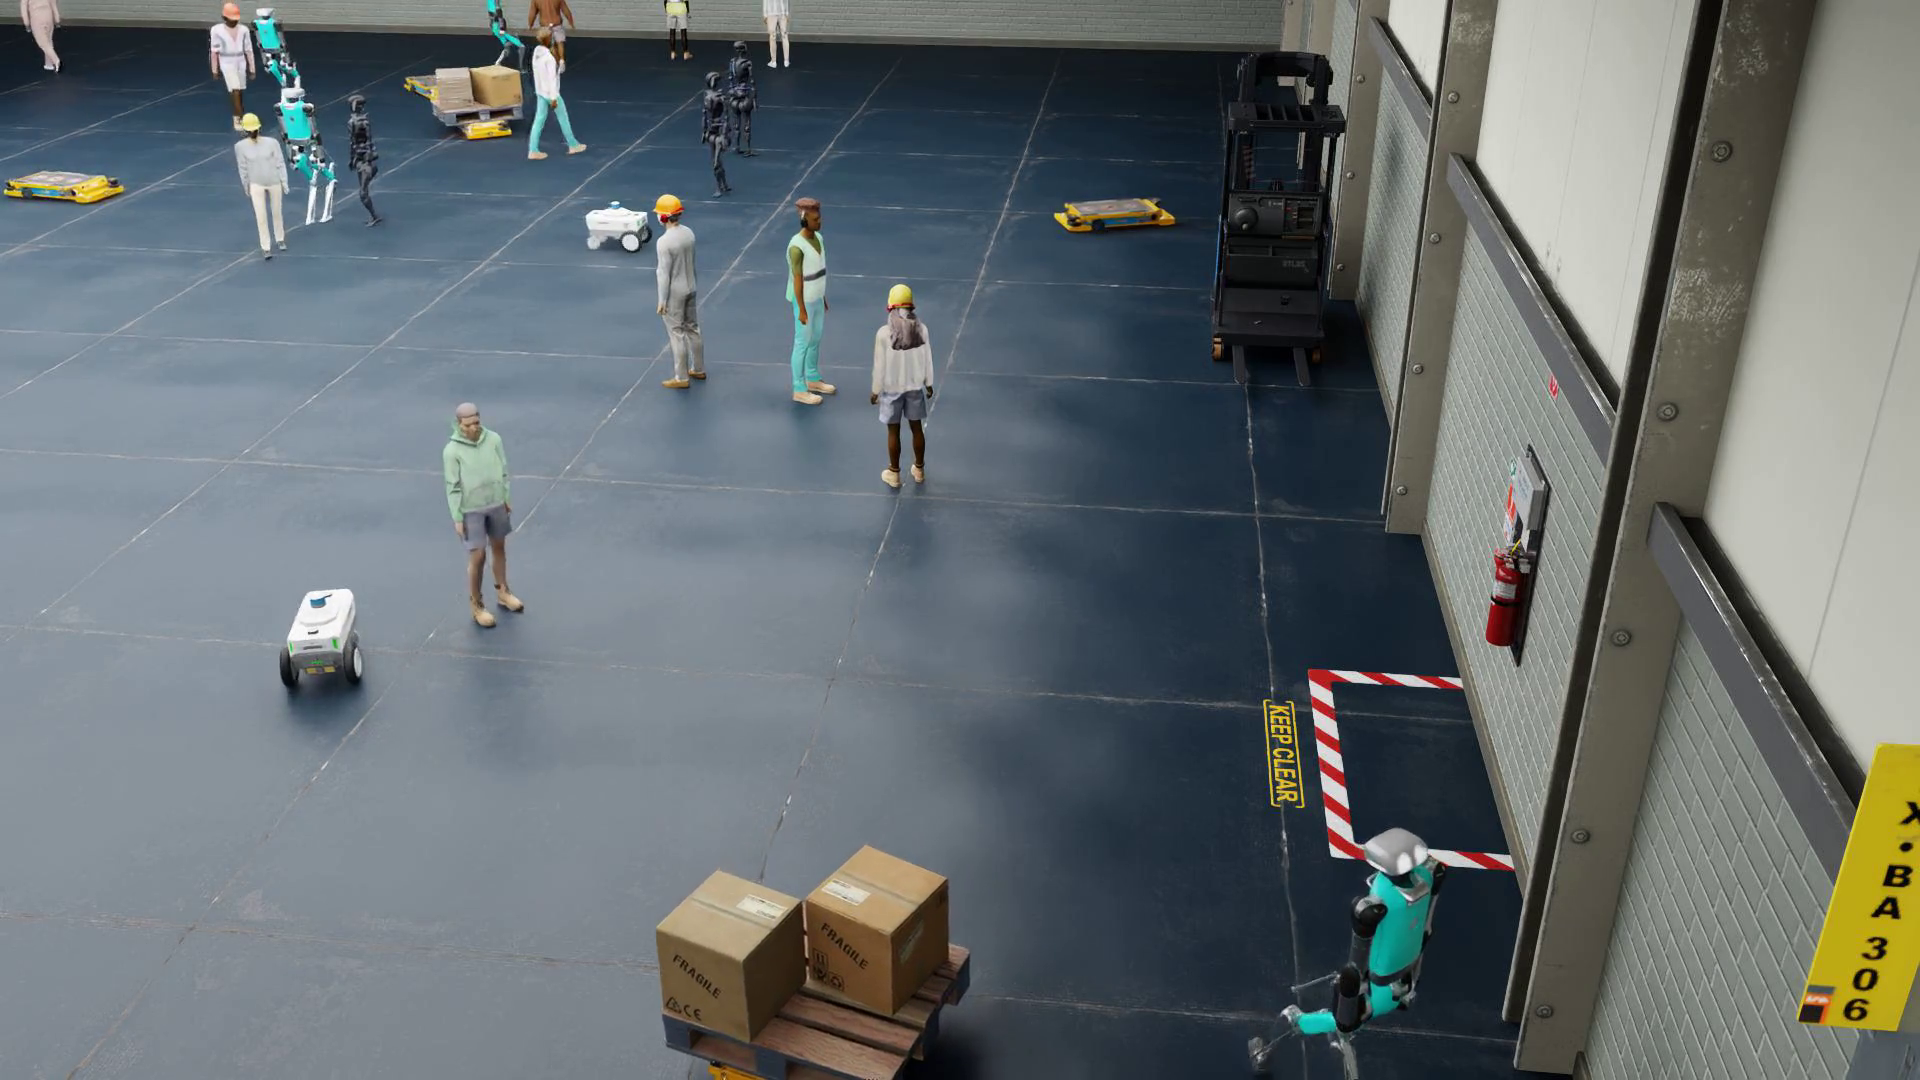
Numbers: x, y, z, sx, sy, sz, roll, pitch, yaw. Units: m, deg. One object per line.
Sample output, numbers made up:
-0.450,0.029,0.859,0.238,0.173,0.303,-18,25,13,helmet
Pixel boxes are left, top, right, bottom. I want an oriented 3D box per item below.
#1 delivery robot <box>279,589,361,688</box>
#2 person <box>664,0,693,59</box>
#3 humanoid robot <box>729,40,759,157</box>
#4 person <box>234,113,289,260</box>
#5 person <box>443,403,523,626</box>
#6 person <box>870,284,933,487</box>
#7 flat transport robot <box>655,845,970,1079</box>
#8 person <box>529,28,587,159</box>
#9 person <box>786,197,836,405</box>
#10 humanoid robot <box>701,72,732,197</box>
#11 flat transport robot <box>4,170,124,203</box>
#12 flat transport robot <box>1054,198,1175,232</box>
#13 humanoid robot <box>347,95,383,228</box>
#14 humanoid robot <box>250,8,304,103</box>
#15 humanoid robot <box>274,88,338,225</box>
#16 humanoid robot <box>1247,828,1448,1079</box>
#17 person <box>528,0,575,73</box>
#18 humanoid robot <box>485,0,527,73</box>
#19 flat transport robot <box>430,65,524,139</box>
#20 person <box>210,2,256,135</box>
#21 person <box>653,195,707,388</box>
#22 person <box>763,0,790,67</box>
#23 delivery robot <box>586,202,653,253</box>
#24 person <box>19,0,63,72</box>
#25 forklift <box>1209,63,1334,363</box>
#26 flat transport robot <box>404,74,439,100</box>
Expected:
-4.408,0.668,11.502,0.509,0.610,0.781,-4,27,-8,delivery robot
-5.339,-9.952,31.407,0.534,1.698,0.318,6,27,11,person
-3.225,-6.545,24.616,0.315,1.657,0.599,-24,35,-39,humanoid robot
-8.352,-4.254,20.007,0.534,1.723,0.898,-12,29,-22,person
-3.431,-0.204,11.925,0.472,1.718,0.413,-20,33,-34,person
-0.479,-1.291,14.044,0.556,1.761,0.403,-10,28,-19,person
-0.674,2.418,8.311,0.659,0.231,1.431,11,29,21,flat transport robot
-6.053,-6.578,24.493,0.506,1.866,0.980,21,34,36,person
-1.436,-2.284,15.797,0.401,1.977,0.480,10,28,20,person
-3.318,-5.519,22.590,0.457,1.642,0.585,-24,35,-39,humanoid robot
-12.293,-4.839,22.798,1.431,0.231,0.659,8,28,16,flat transport robot
1.999,-4.204,21.532,1.431,0.231,0.659,-6,27,-13,flat transport robot
-7.627,-4.843,21.237,0.343,1.652,0.599,-22,34,-37,humanoid robot
-11.032,-7.818,27.162,0.535,1.770,0.892,5,27,10,humanoid robot
-8.298,-4.933,21.342,0.540,1.795,0.678,6,27,11,humanoid robot
1.690,1.964,7.632,0.557,1.820,0.879,-19,32,-33,humanoid robot
-7.373,-9.337,30.048,0.802,1.822,0.554,-6,27,-11,person
-8.225,-9.324,30.175,0.879,1.805,0.553,-19,32,-33,humanoid robot
-7.596,-6.606,26.327,0.659,0.231,1.431,-14,30,-25,flat transport robot
-11.212,-7.301,25.811,0.987,1.977,0.672,20,33,35,person
-2.747,-2.422,16.168,0.378,1.888,0.564,13,30,25,person
-3.385,-9.693,30.697,0.498,1.876,0.401,-9,28,-17,person
-4.227,-3.875,20.546,0.785,0.587,0.499,4,27,8,delivery robot
-16.688,-9.456,30.234,0.850,1.871,0.644,16,31,29,person
3.241,-3.477,17.183,1.129,2.768,1.873,3,27,6,forklift
-9.052,-7.830,28.770,0.659,0.231,1.431,-18,32,-32,flat transport robot
